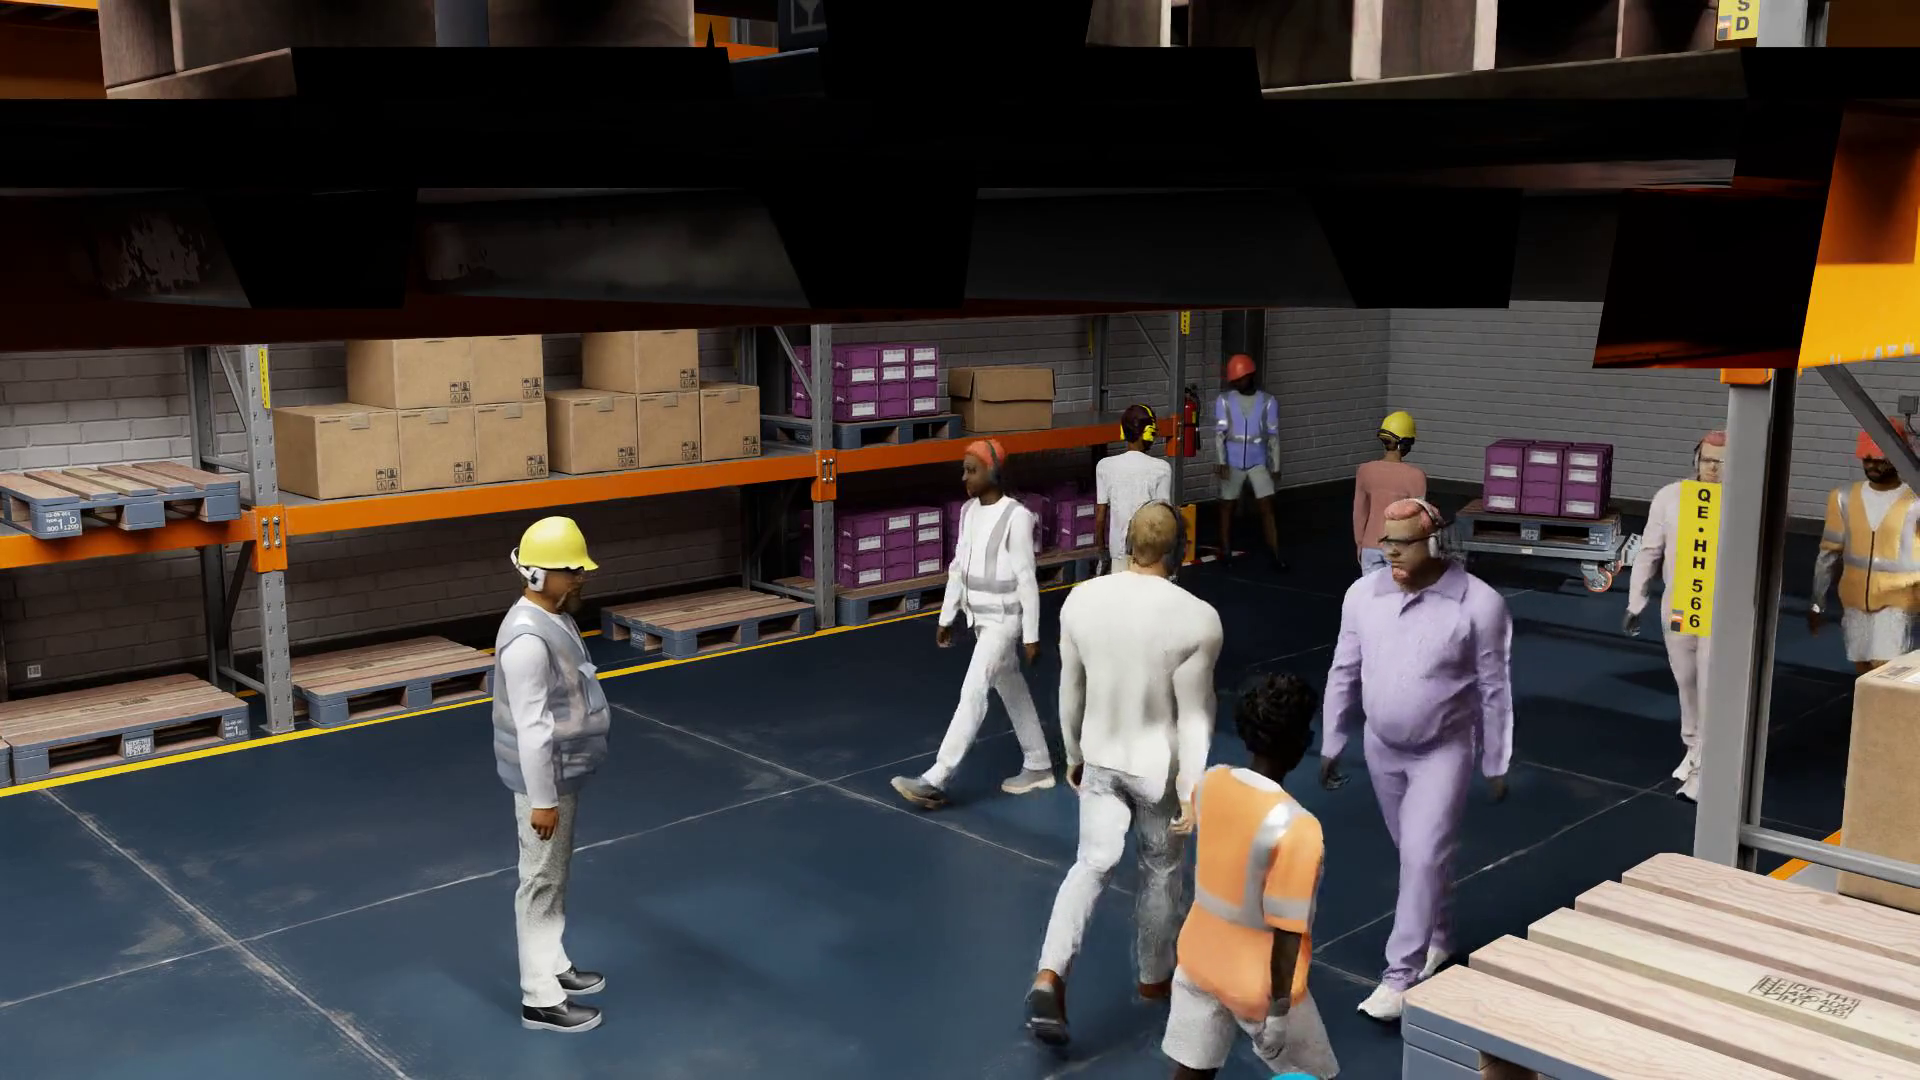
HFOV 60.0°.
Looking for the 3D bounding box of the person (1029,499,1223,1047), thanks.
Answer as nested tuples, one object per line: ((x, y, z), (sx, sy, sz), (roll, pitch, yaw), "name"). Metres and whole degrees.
((0.576, 0.814, 5.804), (0.634, 1.905, 0.881), (5, 11, 28), "person")

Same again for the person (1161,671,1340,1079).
((0.814, 1.158, 4.493), (0.843, 1.639, 0.528), (-5, 11, -29), "person")

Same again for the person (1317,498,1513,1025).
((1.598, 0.786, 6.042), (0.662, 1.862, 0.958), (9, 13, 44), "person")

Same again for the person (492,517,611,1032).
((-1.449, 0.821, 5.951), (0.403, 1.828, 0.597), (-1, 10, -7), "person")

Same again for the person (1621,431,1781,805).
((3.718, 0.387, 8.409), (0.958, 1.864, 0.667), (-9, 14, -44), "person")

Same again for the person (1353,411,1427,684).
((2.741, 0.067, 10.552), (0.310, 1.768, 0.533), (-9, 13, -41), "person")

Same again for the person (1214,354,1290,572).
((2.531, -0.646, 14.391), (0.677, 1.892, 0.799), (1, 10, 8), "person")

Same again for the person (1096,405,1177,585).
((1.055, 0.120, 9.956), (0.519, 1.865, 0.326), (5, 11, 26), "person")

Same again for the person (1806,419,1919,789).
((4.650, 0.338, 8.540), (0.848, 1.902, 0.582), (-8, 12, -38), "person")

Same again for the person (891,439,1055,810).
((0.079, 0.417, 8.297), (0.987, 1.829, 0.607), (-5, 11, -25), "person")
